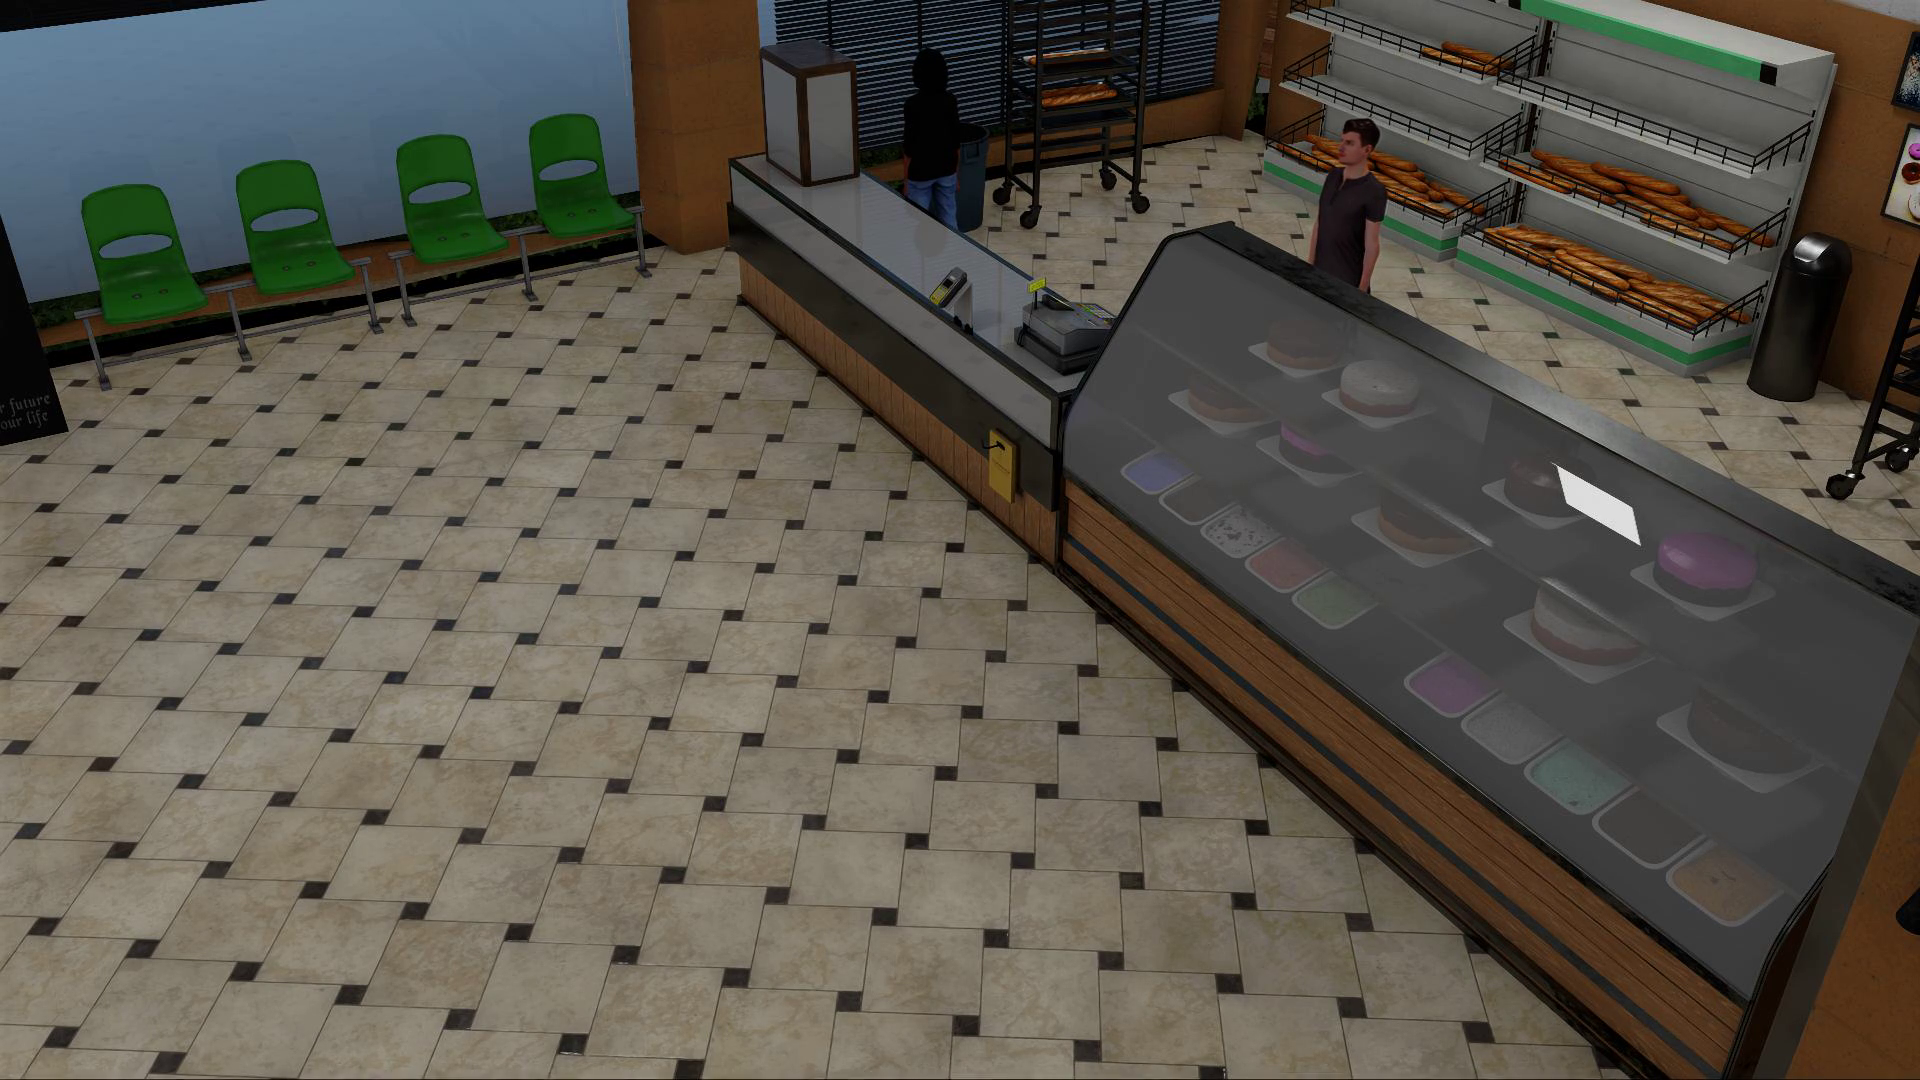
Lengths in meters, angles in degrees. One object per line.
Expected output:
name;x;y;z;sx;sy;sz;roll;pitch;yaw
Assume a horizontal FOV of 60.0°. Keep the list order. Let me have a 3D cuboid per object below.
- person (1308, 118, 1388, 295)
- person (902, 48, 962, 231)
person;2.143;-1.460;9.337;0.524;1.853;0.631;-17;36;-25
person;-0.188;-2.395;10.984;0.518;1.701;0.660;-12;34;-18
